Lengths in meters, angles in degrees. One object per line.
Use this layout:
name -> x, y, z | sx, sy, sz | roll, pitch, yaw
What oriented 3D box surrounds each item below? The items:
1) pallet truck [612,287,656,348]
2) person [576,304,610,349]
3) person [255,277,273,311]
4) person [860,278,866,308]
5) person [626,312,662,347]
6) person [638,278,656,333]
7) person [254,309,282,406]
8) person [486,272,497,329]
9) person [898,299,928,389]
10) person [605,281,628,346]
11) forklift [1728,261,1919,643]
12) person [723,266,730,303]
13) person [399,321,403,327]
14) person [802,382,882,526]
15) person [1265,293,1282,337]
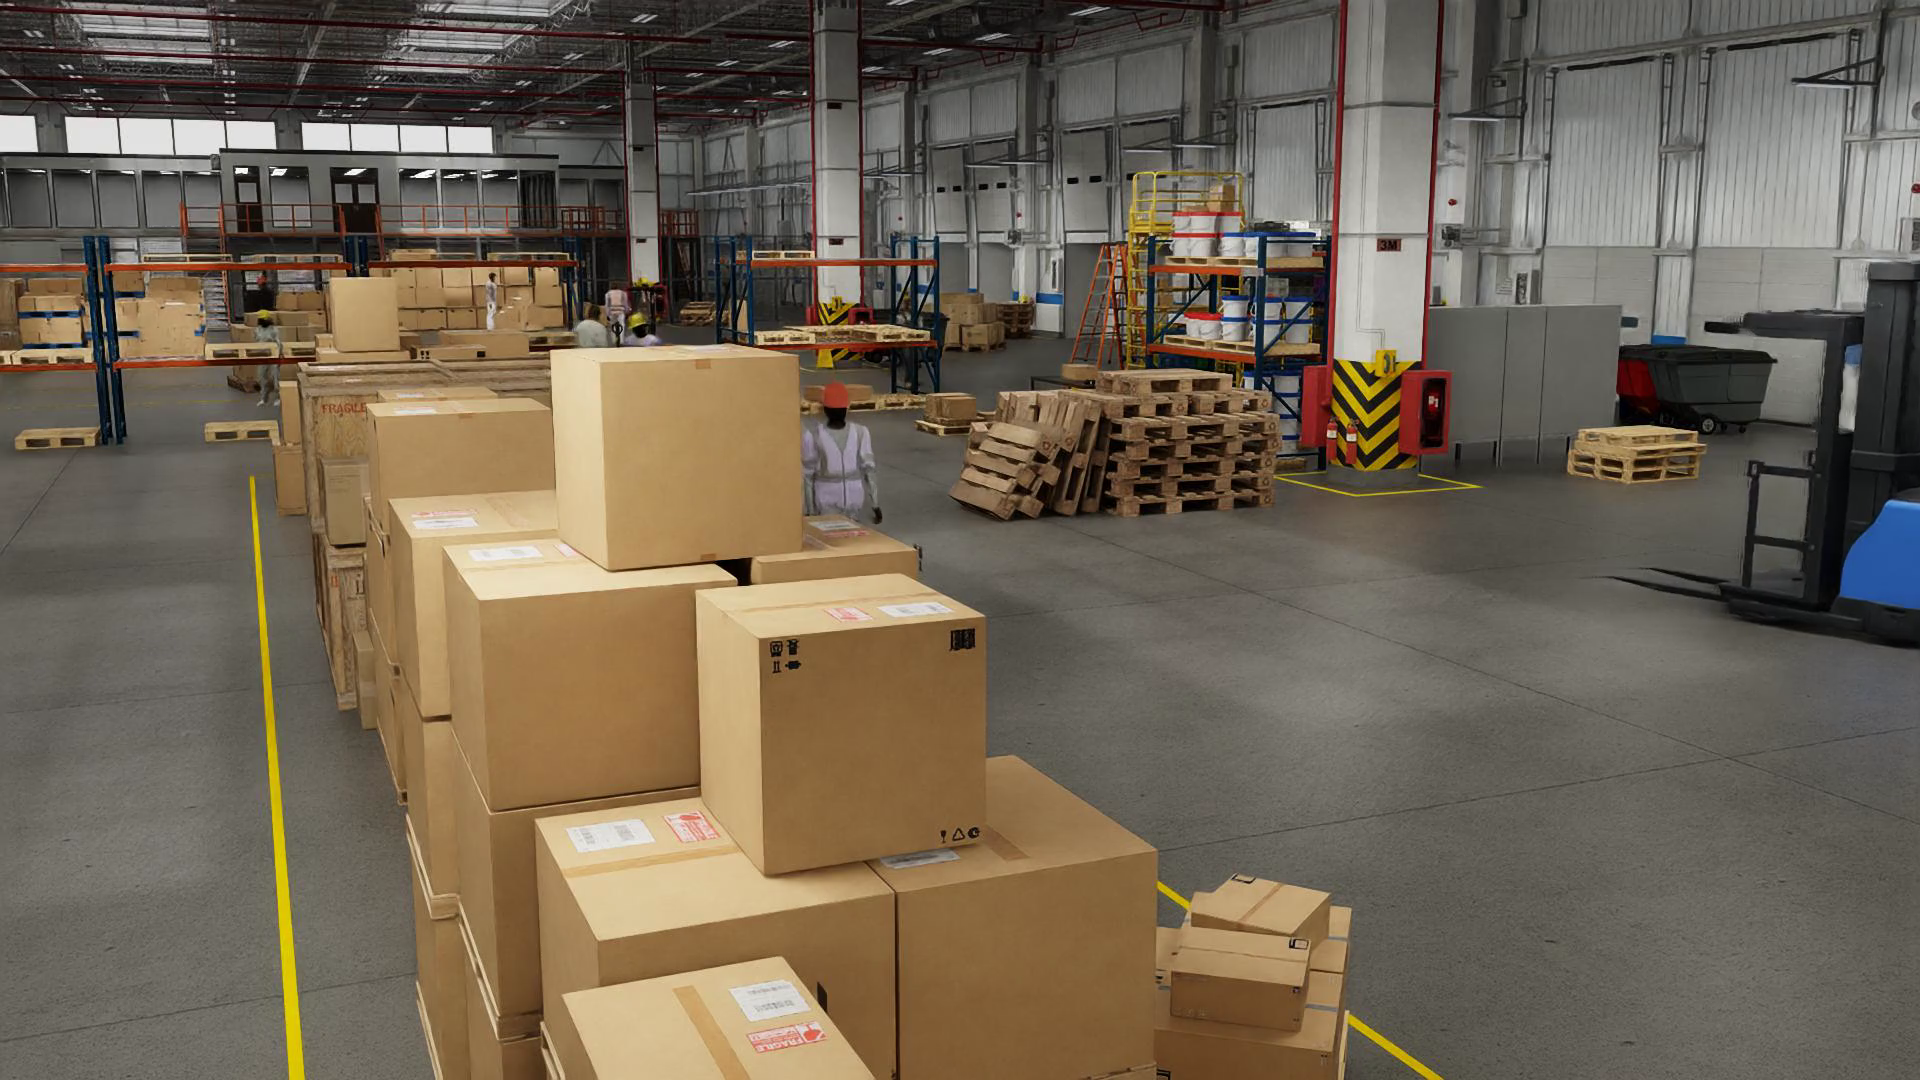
pallet truck -> -6.464, -4.406, 35.401 | 0.823, 1.965, 1.885 | 6, 12, 32
person -> -6.076, -2.959, 27.657 | 0.650, 1.911, 0.546 | 8, 13, 39
person -> -19.111, -6.233, 45.622 | 0.992, 1.940, 0.648 | 5, 11, 24
person -> -3.807, -9.064, 61.432 | 1.015, 1.863, 0.636 | 7, 13, 35
person -> -4.685, -2.425, 24.787 | 0.631, 1.946, 0.488 | 3, 11, 17
person -> -8.738, -6.292, 46.091 | 0.642, 1.892, 0.633 | -2, 11, -13
person -> -12.446, -3.280, 29.897 | 0.492, 1.742, 0.319 | 1, 10, 5
person -> -14.870, -7.533, 52.834 | 0.372, 1.932, 0.627 | 0, 10, -1
person -> -0.936, -3.898, 33.151 | 0.517, 1.787, 0.997 | -5, 12, -28
person -> -9.605, -6.331, 46.555 | 0.629, 1.810, 0.891 | -2, 11, -13
forklift -> 7.104, -0.700, 12.543 | 1.129, 2.768, 1.873 | -8, 13, -38
person -> -10.692, -11.955, 77.145 | 0.618, 1.951, 0.980 | -4, 11, -19
person -> -7.834, -2.118, 23.176 | 0.601, 1.874, 1.031 | 5, 12, 27
person -> -0.943, -0.301, 13.105 | 0.565, 1.891, 0.985 | -4, 11, -20
person -> 6.025, -3.844, 32.484 | 0.552, 1.931, 0.370 | 5, 11, 24
